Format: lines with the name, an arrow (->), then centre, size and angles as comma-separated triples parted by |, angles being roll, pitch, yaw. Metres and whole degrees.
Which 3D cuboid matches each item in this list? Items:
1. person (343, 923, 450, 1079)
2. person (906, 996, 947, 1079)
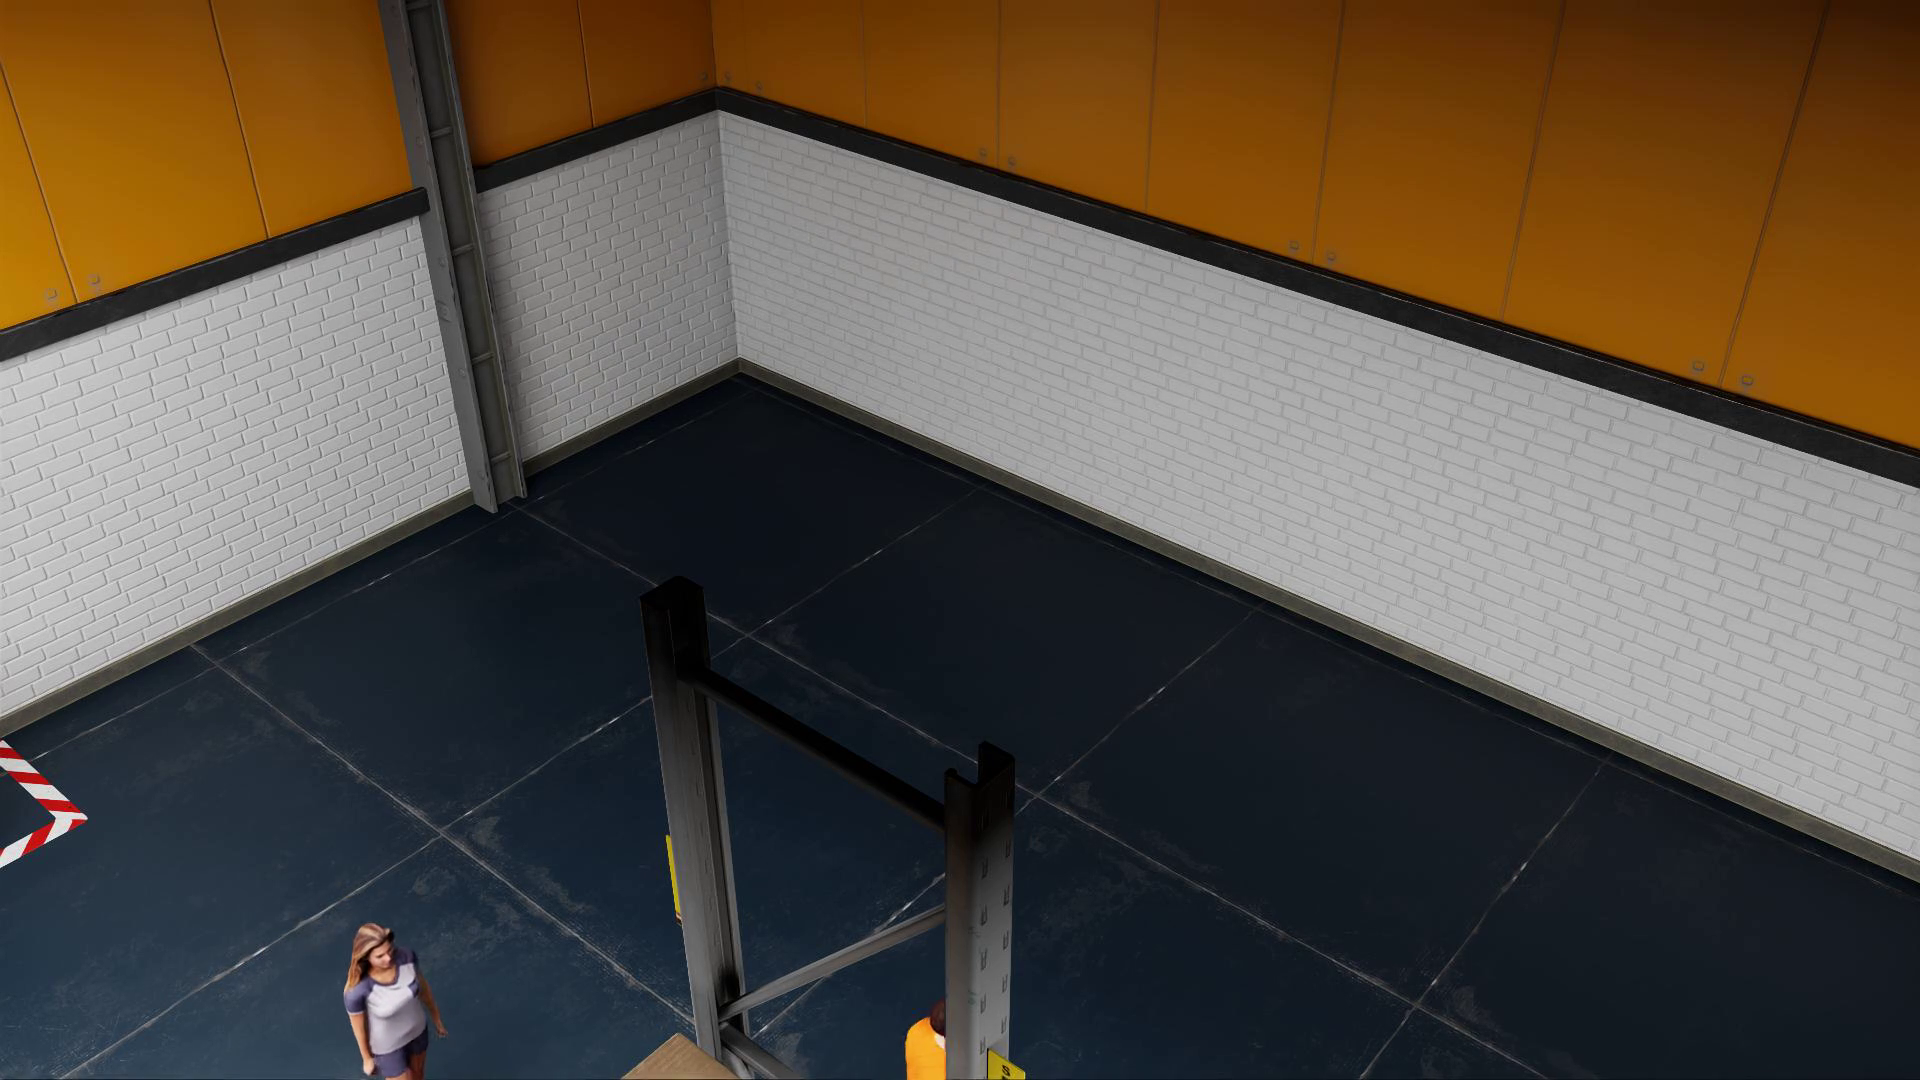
person -> -3.150, 2.704, 9.170 | 0.698, 1.720, 0.598 | 22, 39, 29
person -> -0.152, 3.033, 8.542 | 0.789, 1.868, 0.786 | -20, 39, -28
